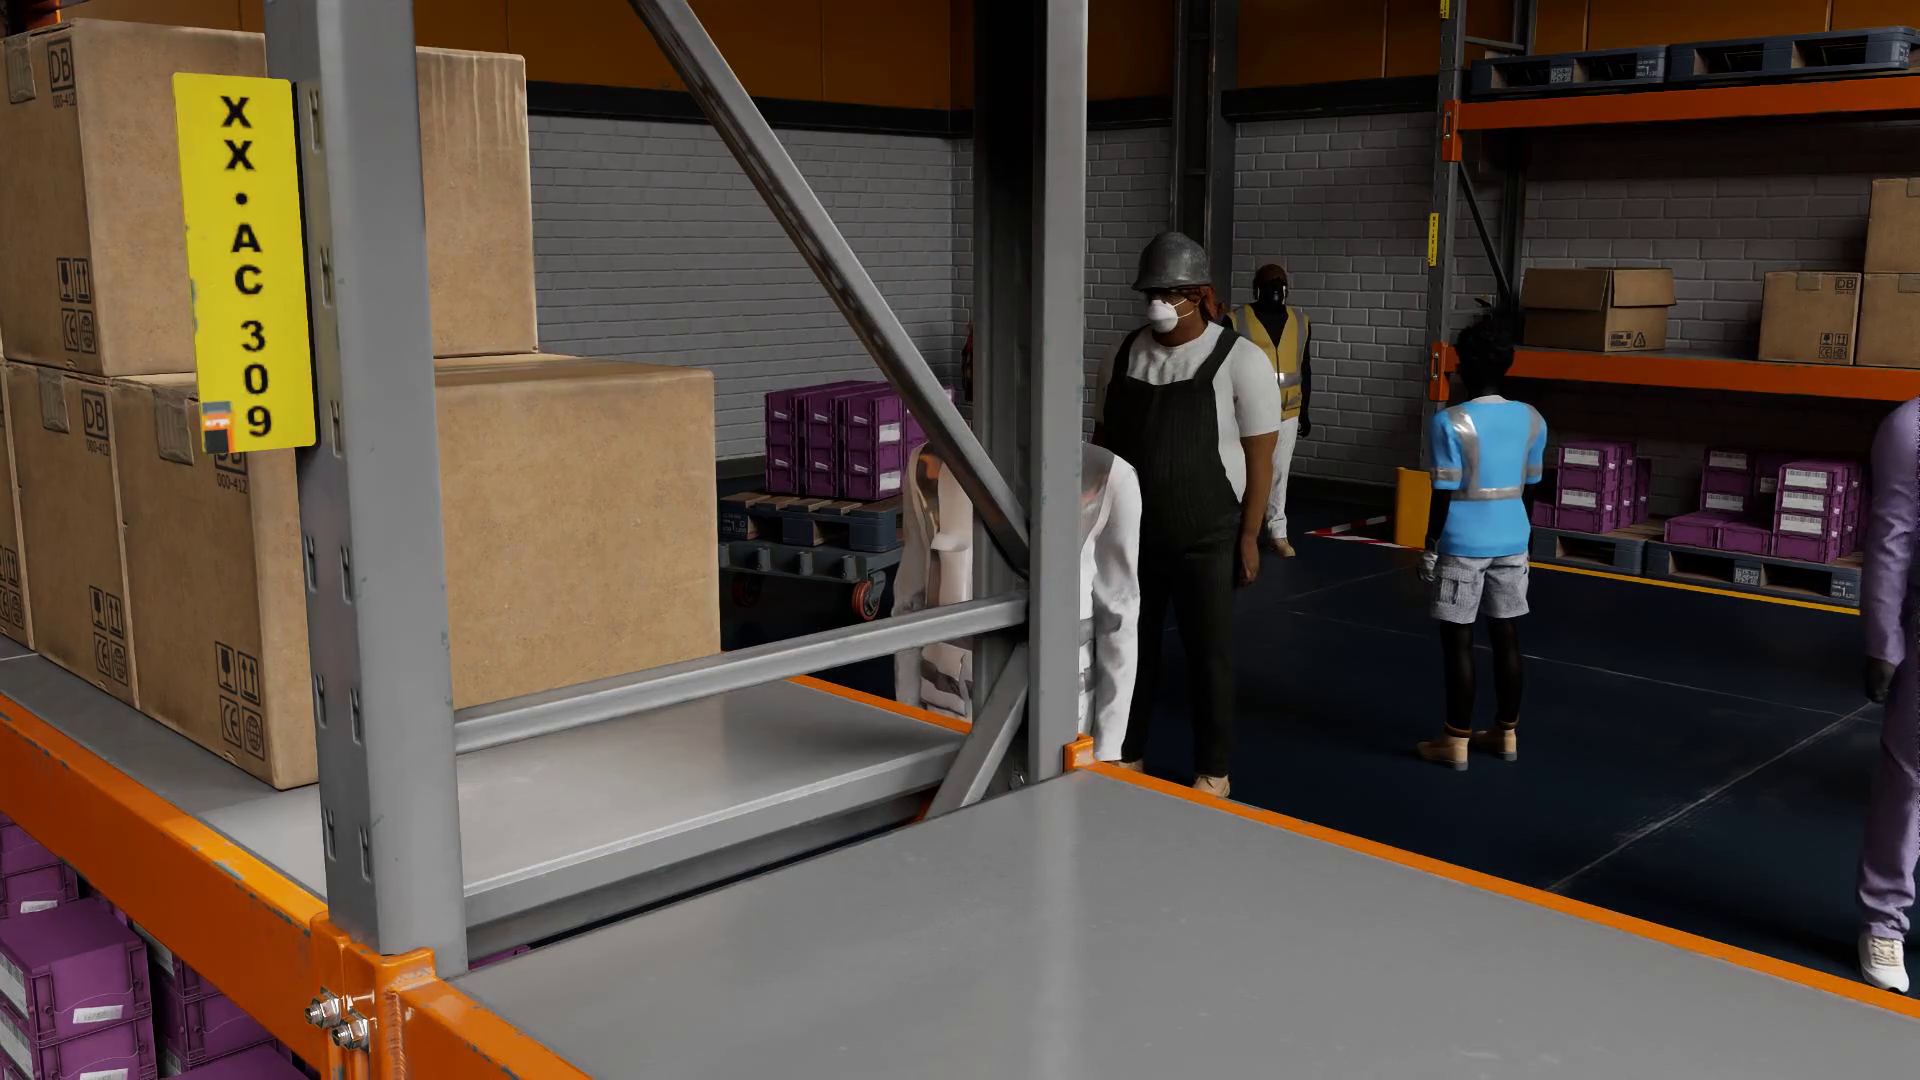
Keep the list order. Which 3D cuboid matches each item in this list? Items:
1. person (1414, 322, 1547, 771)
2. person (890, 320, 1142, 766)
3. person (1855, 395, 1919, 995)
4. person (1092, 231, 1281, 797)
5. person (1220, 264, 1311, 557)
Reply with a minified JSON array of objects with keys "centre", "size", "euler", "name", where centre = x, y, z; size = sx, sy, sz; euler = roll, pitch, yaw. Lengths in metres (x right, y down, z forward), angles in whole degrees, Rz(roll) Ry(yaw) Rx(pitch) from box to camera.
[{"centre":[1.969,0.026,6.333],"size":[0.540,1.697,0.317],"euler":[-5,11,-24],"name":"person"},{"centre":[0.108,0.414,3.711],"size":[0.574,1.886,0.356],"euler":[4,11,21],"name":"person"},{"centre":[2.725,0.279,4.395],"size":[0.645,1.905,0.400],"euler":[1,10,5],"name":"person"},{"centre":[0.732,-0.056,5.849],"size":[0.688,2.000,0.536],"euler":[6,12,31],"name":"person"},{"centre":[1.922,-0.802,10.461],"size":[0.621,1.845,0.429],"euler":[-2,11,-10],"name":"person"}]
